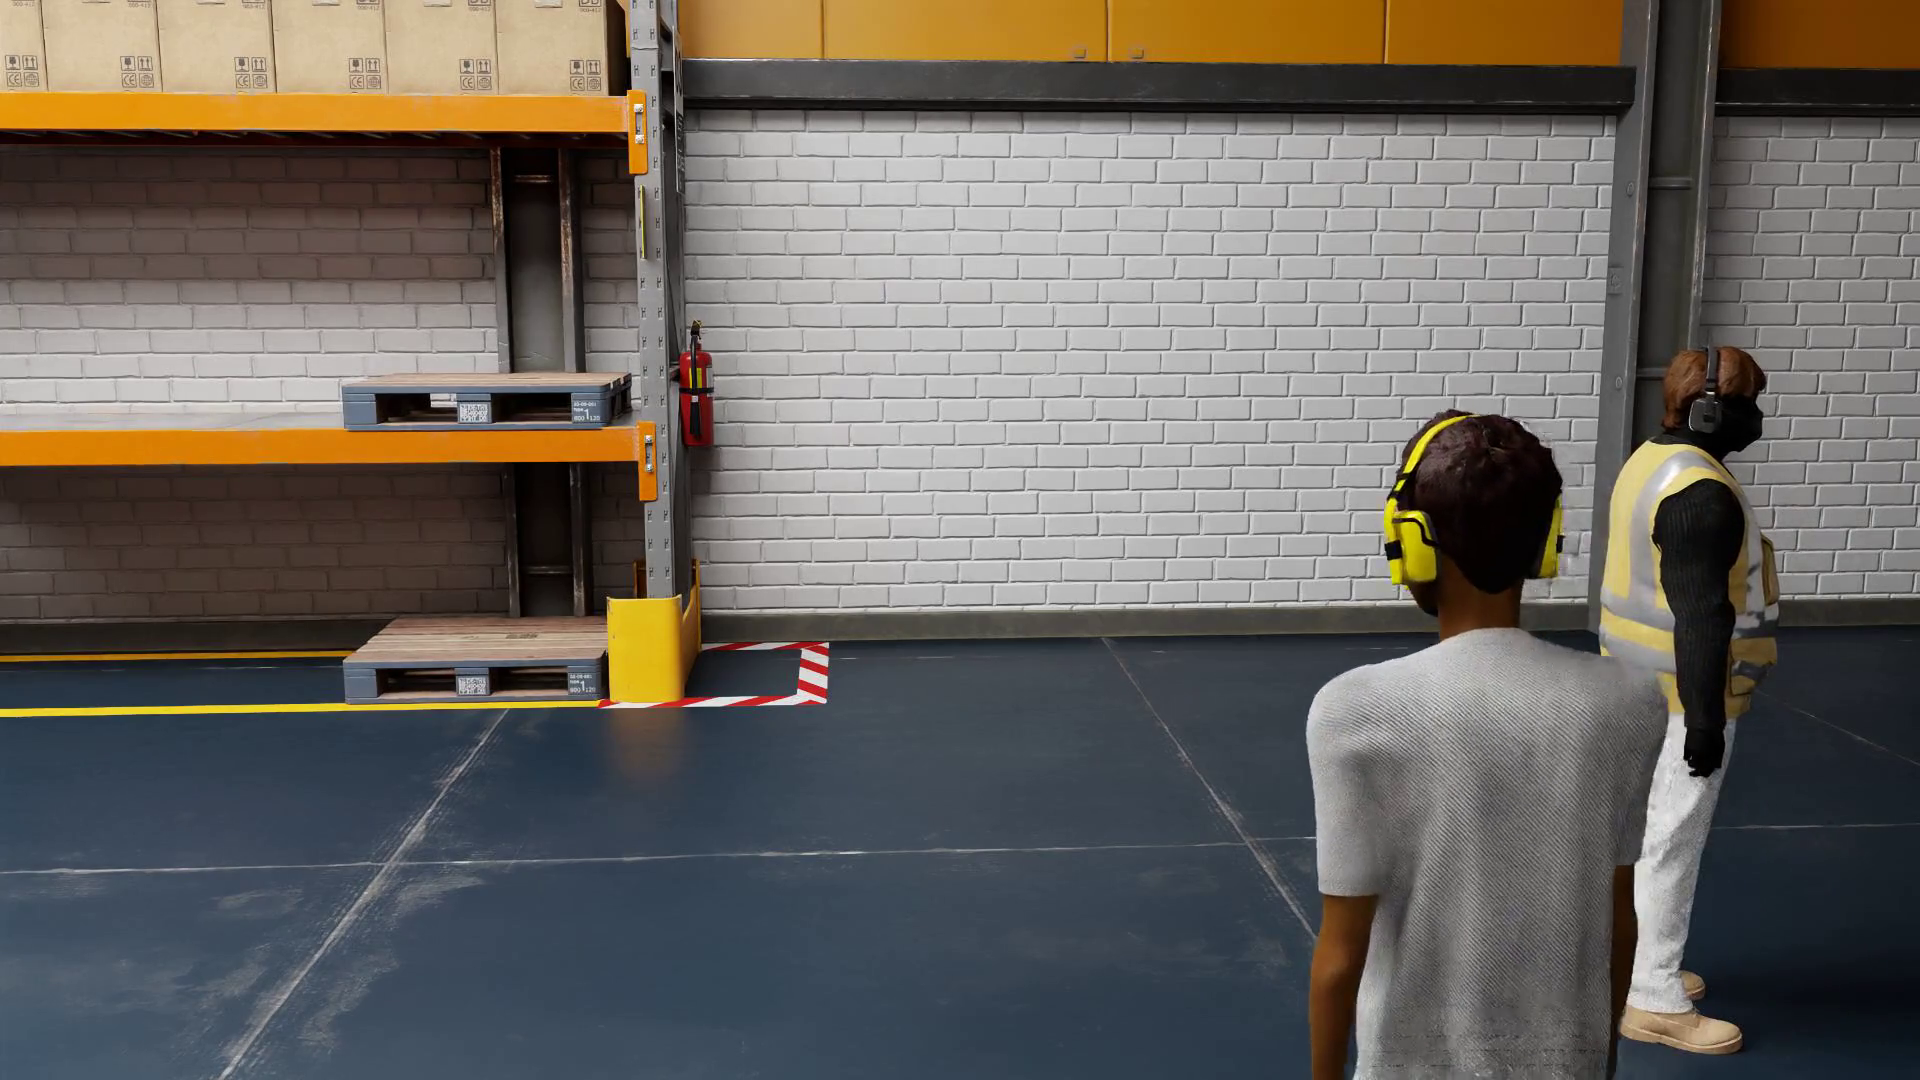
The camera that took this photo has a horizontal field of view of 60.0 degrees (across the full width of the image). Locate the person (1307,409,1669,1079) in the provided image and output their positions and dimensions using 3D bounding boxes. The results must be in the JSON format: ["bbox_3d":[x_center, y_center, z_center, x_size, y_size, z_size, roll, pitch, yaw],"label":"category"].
[{"bbox_3d":[0.683,0.755,2.226,0.509,1.847,0.440,-1,9,-3],"label":"person"}]

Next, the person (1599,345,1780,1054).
[{"bbox_3d":[1.928,0.407,4.427,0.429,1.841,0.633,2,9,10],"label":"person"}]
